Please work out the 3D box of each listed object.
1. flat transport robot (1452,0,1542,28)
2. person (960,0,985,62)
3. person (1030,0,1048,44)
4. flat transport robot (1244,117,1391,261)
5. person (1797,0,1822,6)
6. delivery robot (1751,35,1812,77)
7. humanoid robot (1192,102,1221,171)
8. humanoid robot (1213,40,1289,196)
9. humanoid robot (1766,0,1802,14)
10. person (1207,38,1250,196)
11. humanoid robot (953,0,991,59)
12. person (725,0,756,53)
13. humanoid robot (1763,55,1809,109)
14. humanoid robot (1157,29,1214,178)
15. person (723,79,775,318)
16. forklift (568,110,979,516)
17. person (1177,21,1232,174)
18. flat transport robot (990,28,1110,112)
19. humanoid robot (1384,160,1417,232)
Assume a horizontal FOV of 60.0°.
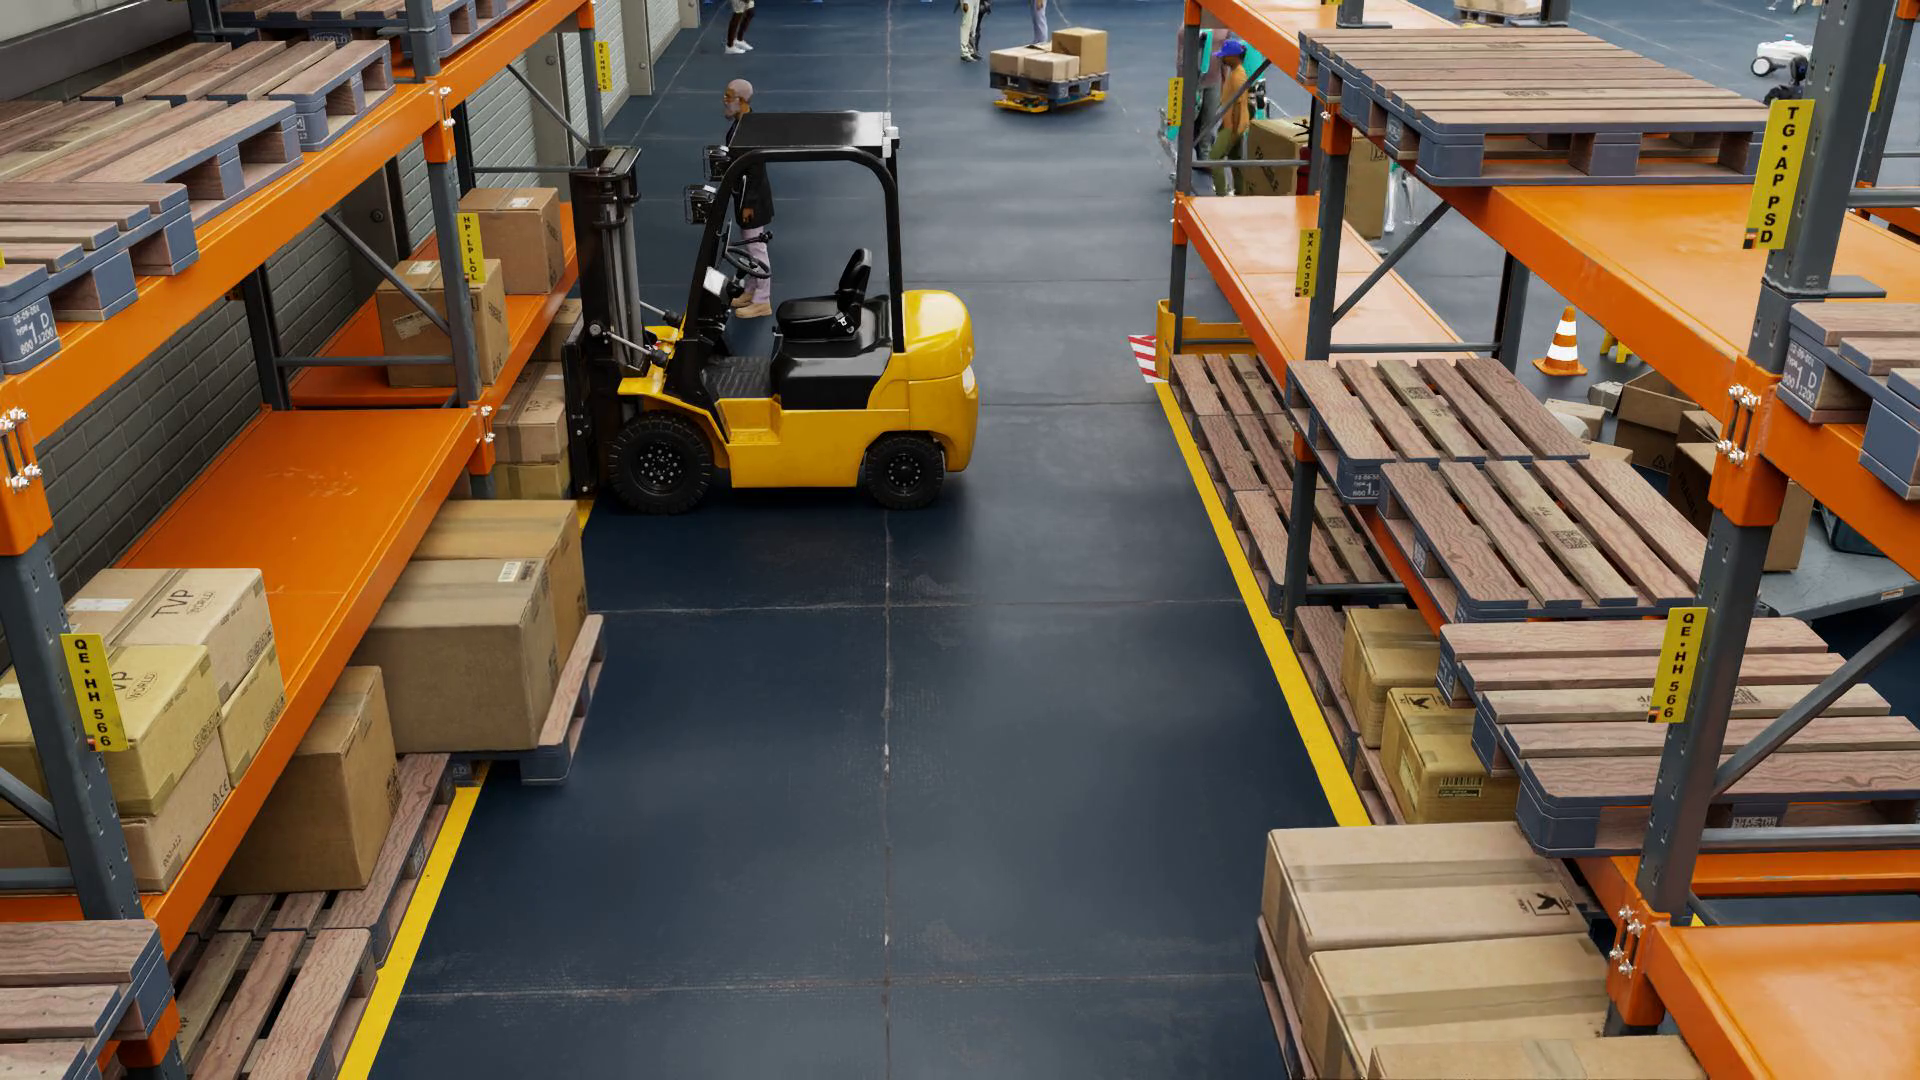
[{"bbox_3d":[8.642,-8.188,26.643,1.431,0.231,0.659,-16,30,-30],"label":"flat transport robot"},{"bbox_3d":[0.179,-7.900,24.302,0.332,1.744,0.558,11,27,22],"label":"person"},{"bbox_3d":[1.154,-7.906,24.204,0.387,1.841,0.563,-3,25,-7],"label":"person"},{"bbox_3d":[2.969,-2.360,14.300,1.431,0.231,0.659,4,26,9],"label":"flat transport robot"},{"bbox_3d":[15.366,-10.544,29.734,0.542,1.892,0.392,20,32,36],"label":"person"},{"bbox_3d":[11.543,-6.764,23.279,0.734,0.582,0.520,18,31,34],"label":"delivery robot"},{"bbox_3d":[2.618,-4.811,17.840,0.603,1.654,0.317,-19,31,-34],"label":"humanoid robot"},{"bbox_3d":[3.039,-4.196,16.472,0.919,1.744,0.541,17,30,31],"label":"humanoid robot"},{"bbox_3d":[14.538,-10.049,28.895,0.542,1.769,0.958,-9,27,-18],"label":"humanoid robot"},{"bbox_3d":[2.541,-3.942,15.964,0.550,1.698,0.474,4,26,8],"label":"person"},{"bbox_3d":[0.200,-7.924,24.478,0.607,1.655,0.636,-15,29,-28],"label":"humanoid robot"},{"bbox_3d":[-3.316,-8.224,24.845,0.545,1.863,0.574,-2,25,-5],"label":"person"},{"bbox_3d":[7.627,-3.604,15.294,0.605,1.646,0.556,1,25,2],"label":"humanoid robot"},{"bbox_3d":[2.284,-4.603,17.386,0.659,1.842,0.540,6,26,13],"label":"humanoid robot"},{"bbox_3d":[-1.671,-2.697,13.157,0.409,1.856,0.532,-6,26,-13],"label":"person"},{"bbox_3d":[-1.043,-1.379,9.976,2.313,2.155,1.214,-1,25,-2],"label":"forklift"},{"bbox_3d":[2.568,-4.832,17.587,0.631,1.938,0.363,-10,27,-21],"label":"person"},{"bbox_3d":[1.168,-5.716,21.408,0.659,0.231,1.431,23,34,40],"label":"flat transport robot"},{"bbox_3d":[4.189,-3.763,15.560,0.541,1.785,0.787,-3,25,-7],"label":"humanoid robot"}]
